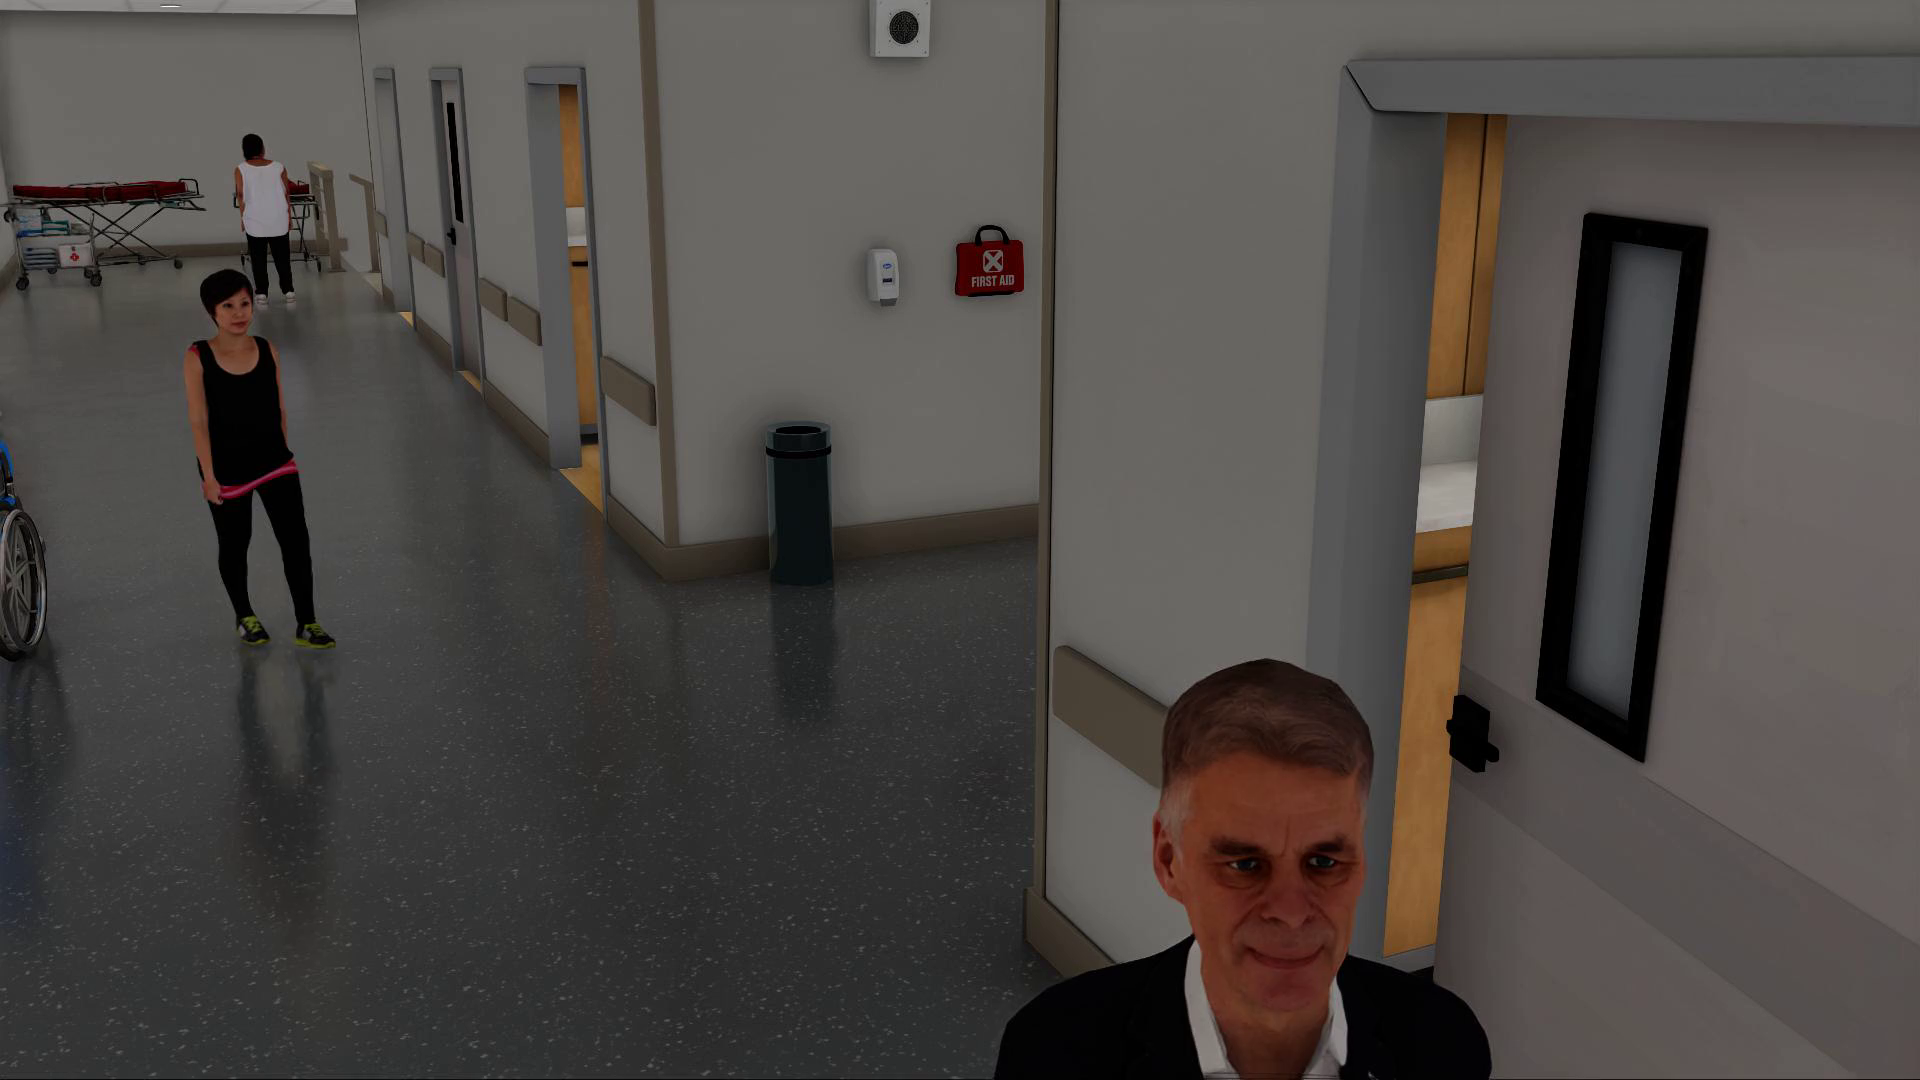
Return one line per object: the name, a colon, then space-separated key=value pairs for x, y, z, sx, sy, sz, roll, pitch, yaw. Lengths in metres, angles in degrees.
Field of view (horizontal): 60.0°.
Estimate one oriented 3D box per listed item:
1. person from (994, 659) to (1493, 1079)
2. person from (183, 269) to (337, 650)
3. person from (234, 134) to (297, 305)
person: x=0.259 y=0.970 z=1.635 sx=0.749 sy=1.815 sz=0.710 roll=-2 pitch=16 yaw=-6
person: x=-2.899 y=-0.311 z=6.700 sx=0.678 sy=1.531 sz=0.867 roll=-13 pitch=20 yaw=-39
person: x=-7.053 y=-3.256 z=16.862 sx=0.656 sy=1.686 sz=0.598 roll=-8 pitch=18 yaw=-26
